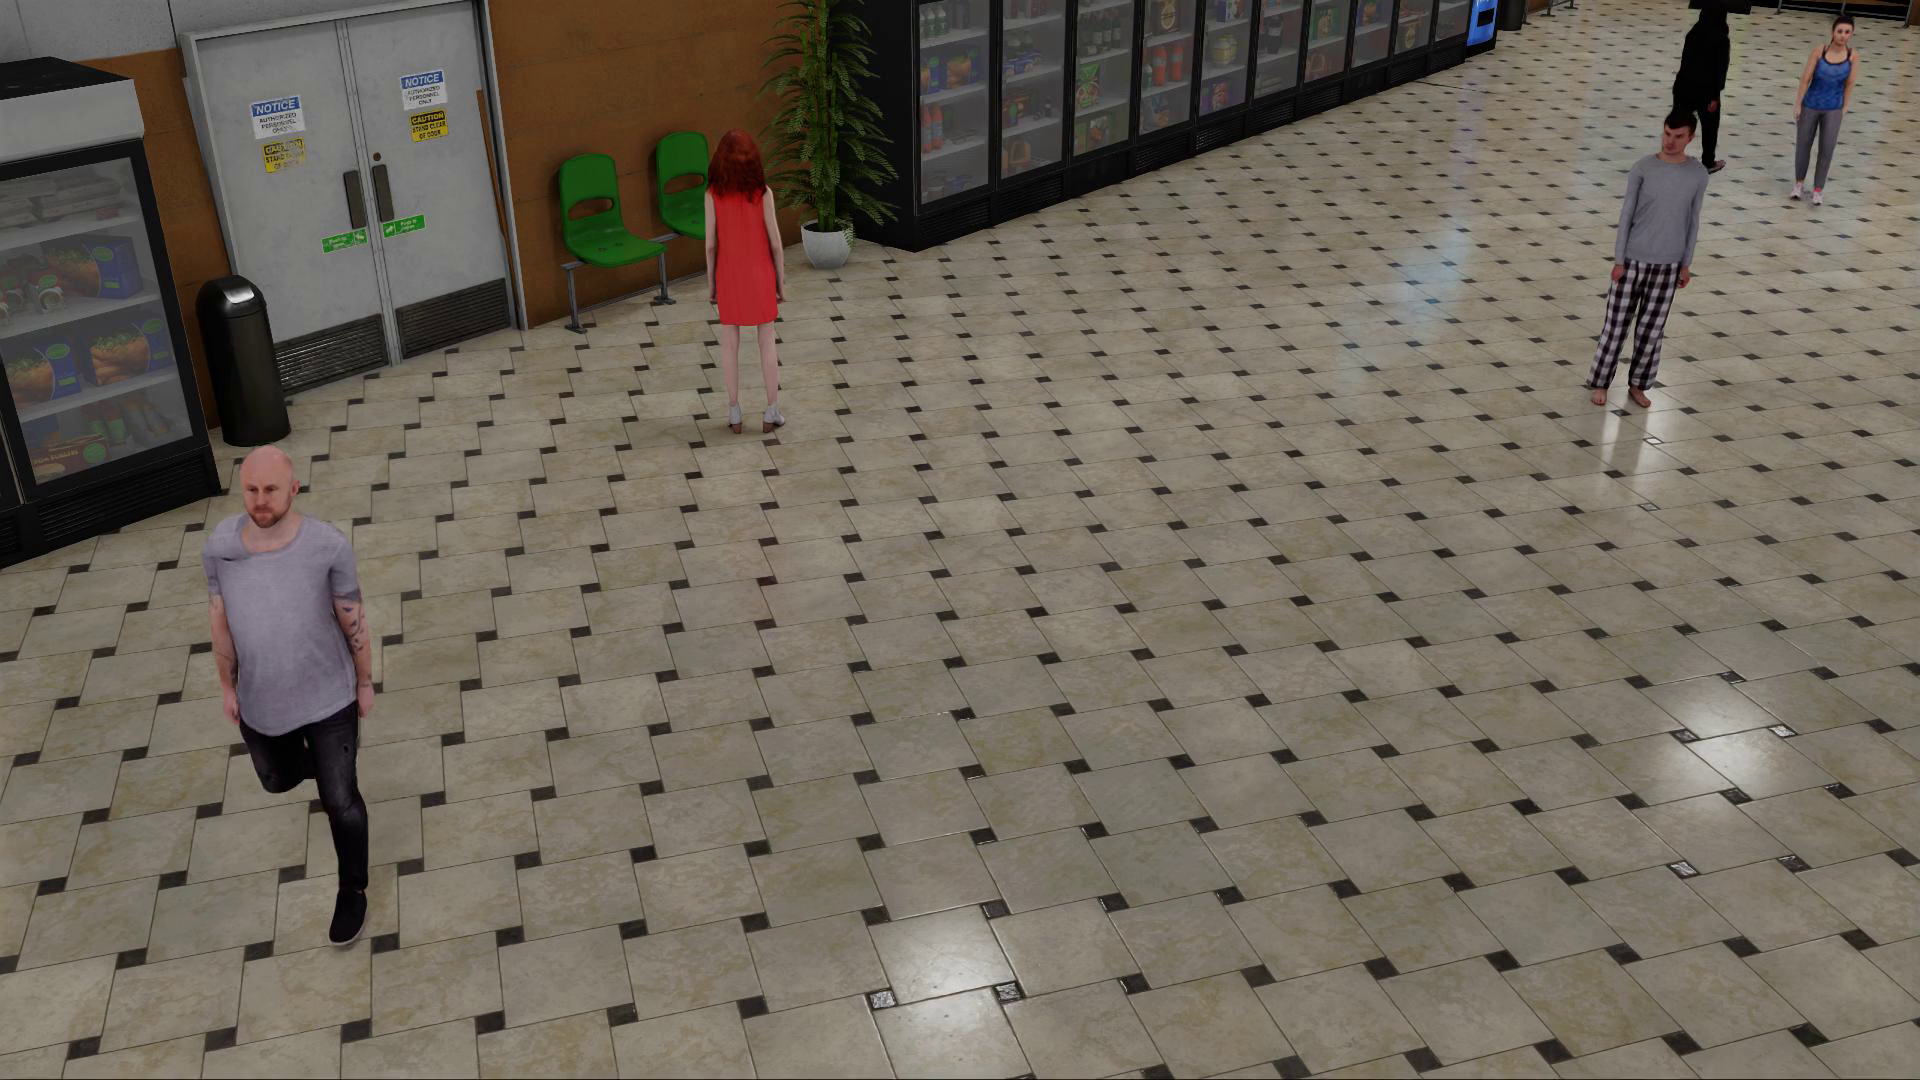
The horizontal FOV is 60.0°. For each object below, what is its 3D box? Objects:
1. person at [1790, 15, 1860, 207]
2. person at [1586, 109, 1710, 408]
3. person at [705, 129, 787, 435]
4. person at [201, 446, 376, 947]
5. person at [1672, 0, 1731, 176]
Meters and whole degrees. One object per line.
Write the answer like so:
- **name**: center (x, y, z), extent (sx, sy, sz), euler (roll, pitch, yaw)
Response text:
- **person**: center (7.514, -3.765, 14.531), extent (0.815, 1.588, 0.765), euler (13, 30, 23)
- **person**: center (4.246, -1.733, 10.237), extent (0.650, 1.846, 0.772), euler (5, 27, 10)
- **person**: center (-1.267, -1.506, 9.812), extent (0.647, 1.828, 0.730), euler (0, 27, 1)
- **person**: center (-2.315, 0.493, 5.884), extent (1.102, 1.814, 1.128), euler (-1, 27, -1)
- **person**: center (6.631, -4.042, 15.081), extent (0.924, 1.585, 0.984), euler (-16, 31, -29)
